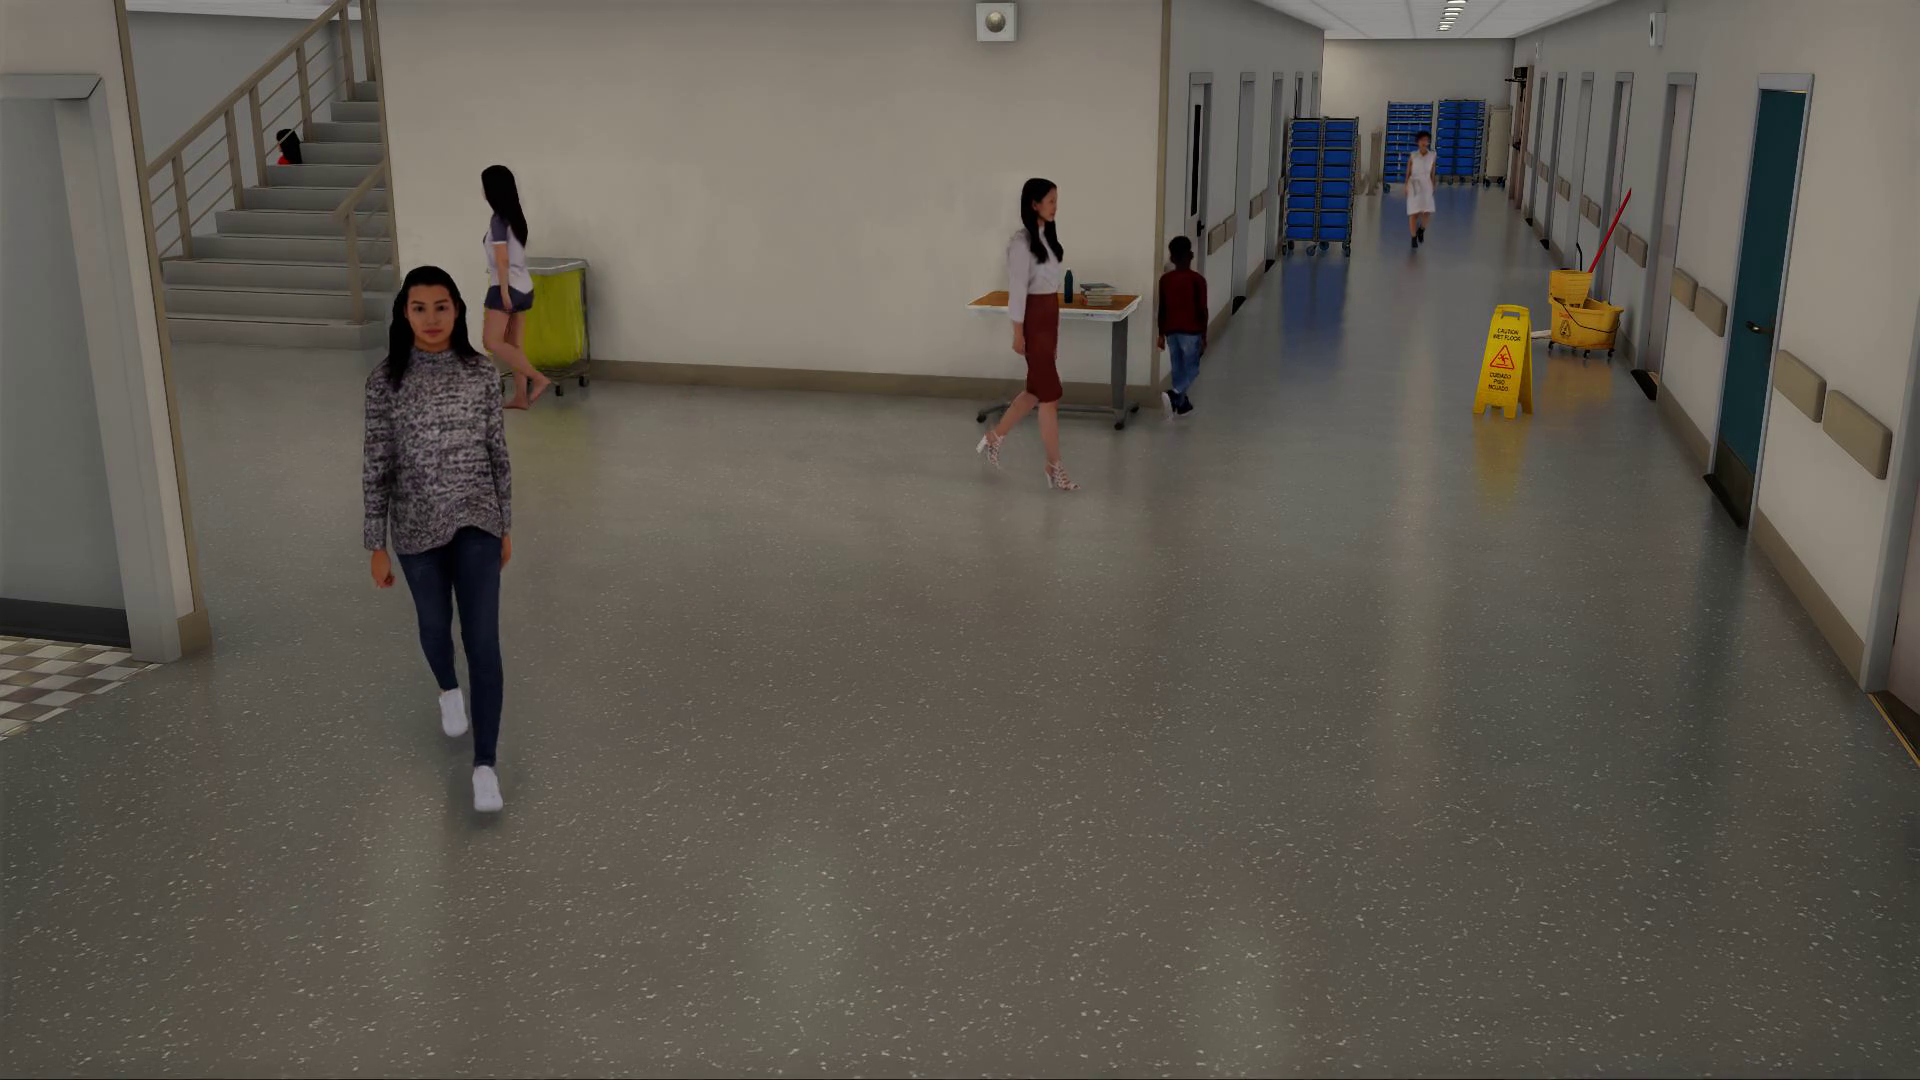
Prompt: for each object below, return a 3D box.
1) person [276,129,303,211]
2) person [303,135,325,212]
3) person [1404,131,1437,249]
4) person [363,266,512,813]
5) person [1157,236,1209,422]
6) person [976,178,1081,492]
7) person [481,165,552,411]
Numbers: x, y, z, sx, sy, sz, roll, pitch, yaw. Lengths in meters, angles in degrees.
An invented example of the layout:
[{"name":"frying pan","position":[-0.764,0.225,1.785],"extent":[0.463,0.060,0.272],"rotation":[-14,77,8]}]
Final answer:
[{"name":"person","position":[-6.903,-3.387,17.327],"extent":[0.689,1.746,0.575],"rotation":[2,16,9]},{"name":"person","position":[-7.116,-3.706,18.419],"extent":[0.733,1.727,0.730],"rotation":[10,19,32]},{"name":"person","position":[6.194,-4.730,22.463],"extent":[0.615,1.544,0.682],"rotation":[2,16,6]},{"name":"person","position":[-1.722,-0.032,5.543],"extent":[1.073,1.684,1.273],"rotation":[-5,17,-19]},{"name":"person","position":[1.484,-1.407,11.250],"extent":[0.656,1.233,0.835],"rotation":[11,19,34]},{"name":"person","position":[0.382,-1.154,9.424],"extent":[0.813,1.736,0.919],"rotation":[9,18,28]},{"name":"person","position":[-3.044,-1.726,11.523],"extent":[0.718,1.699,0.657],"rotation":[2,16,5]}]
